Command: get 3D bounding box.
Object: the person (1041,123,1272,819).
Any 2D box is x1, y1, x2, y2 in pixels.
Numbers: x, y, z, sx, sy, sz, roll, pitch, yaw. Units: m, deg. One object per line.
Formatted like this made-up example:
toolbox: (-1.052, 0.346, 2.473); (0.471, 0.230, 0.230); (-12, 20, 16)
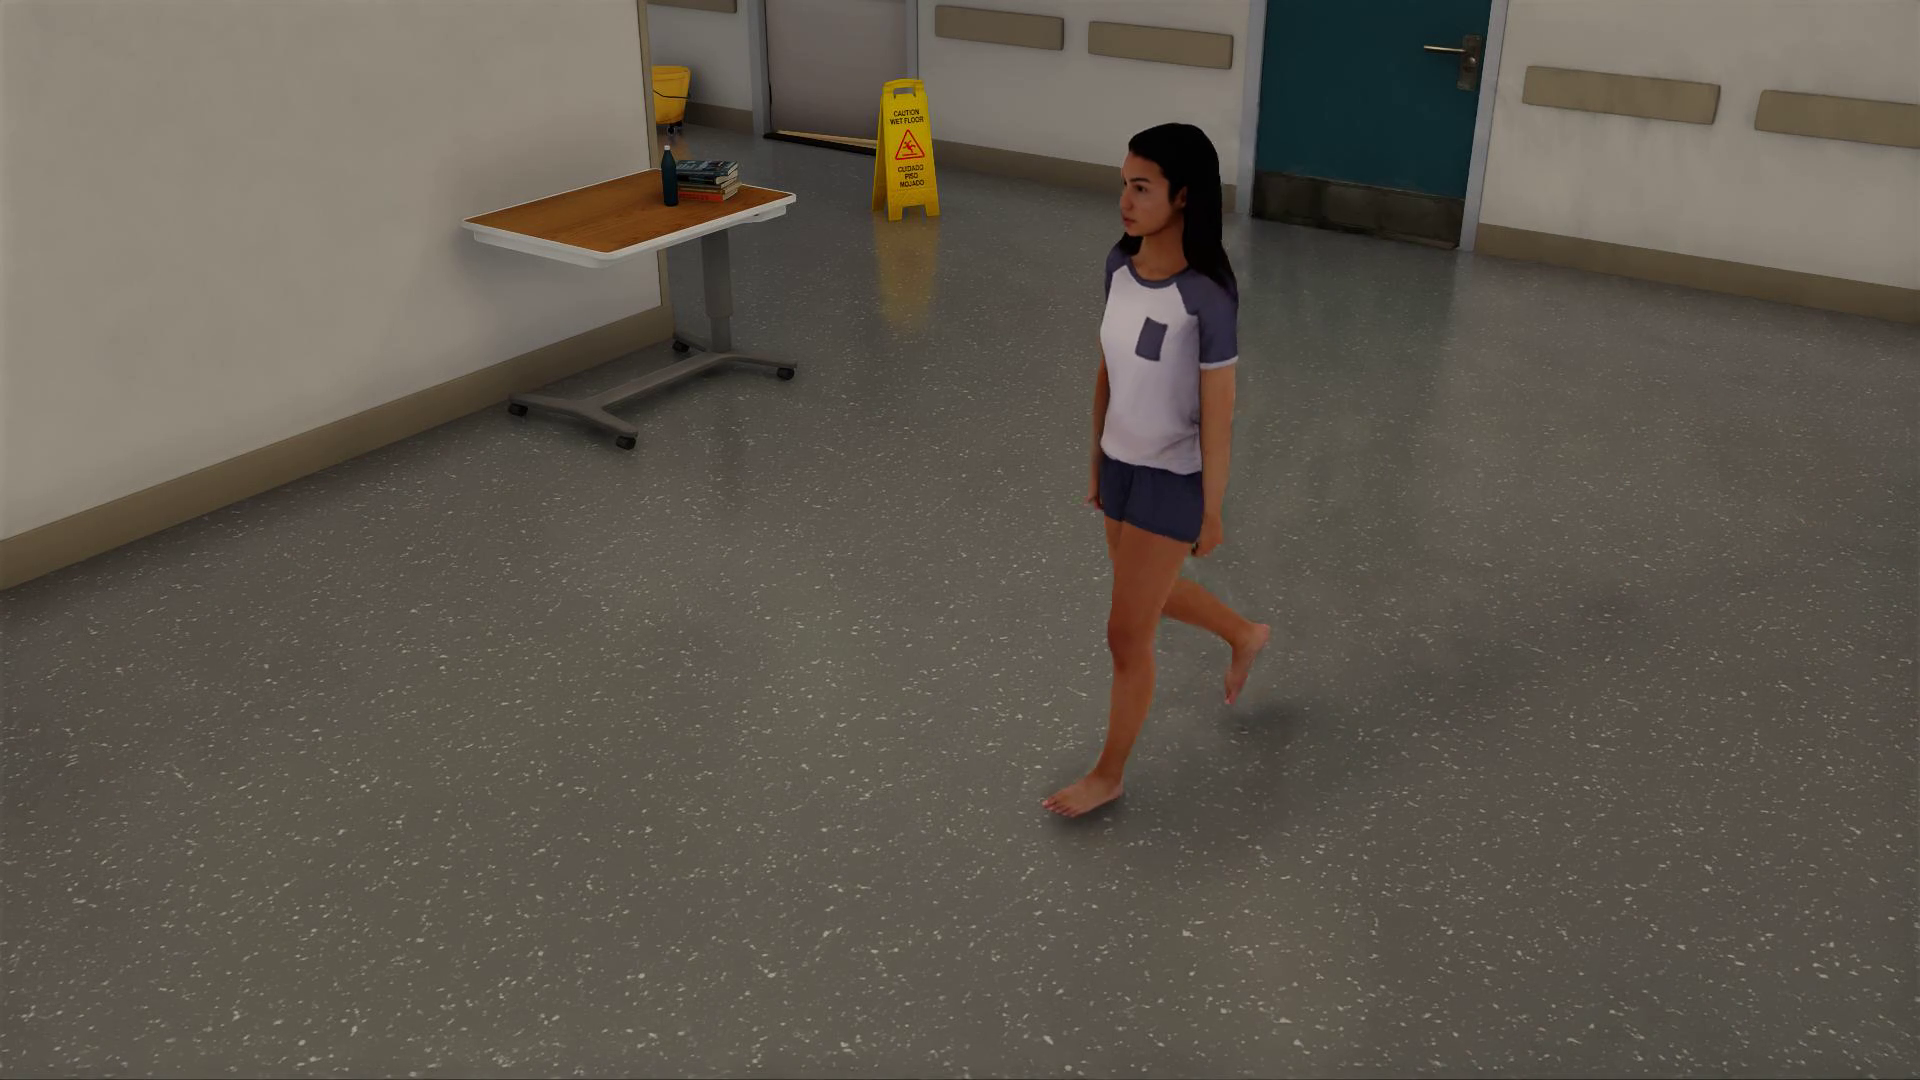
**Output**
person: (0.547, -0.155, 4.073); (0.905, 1.710, 1.060); (-16, 30, -30)
